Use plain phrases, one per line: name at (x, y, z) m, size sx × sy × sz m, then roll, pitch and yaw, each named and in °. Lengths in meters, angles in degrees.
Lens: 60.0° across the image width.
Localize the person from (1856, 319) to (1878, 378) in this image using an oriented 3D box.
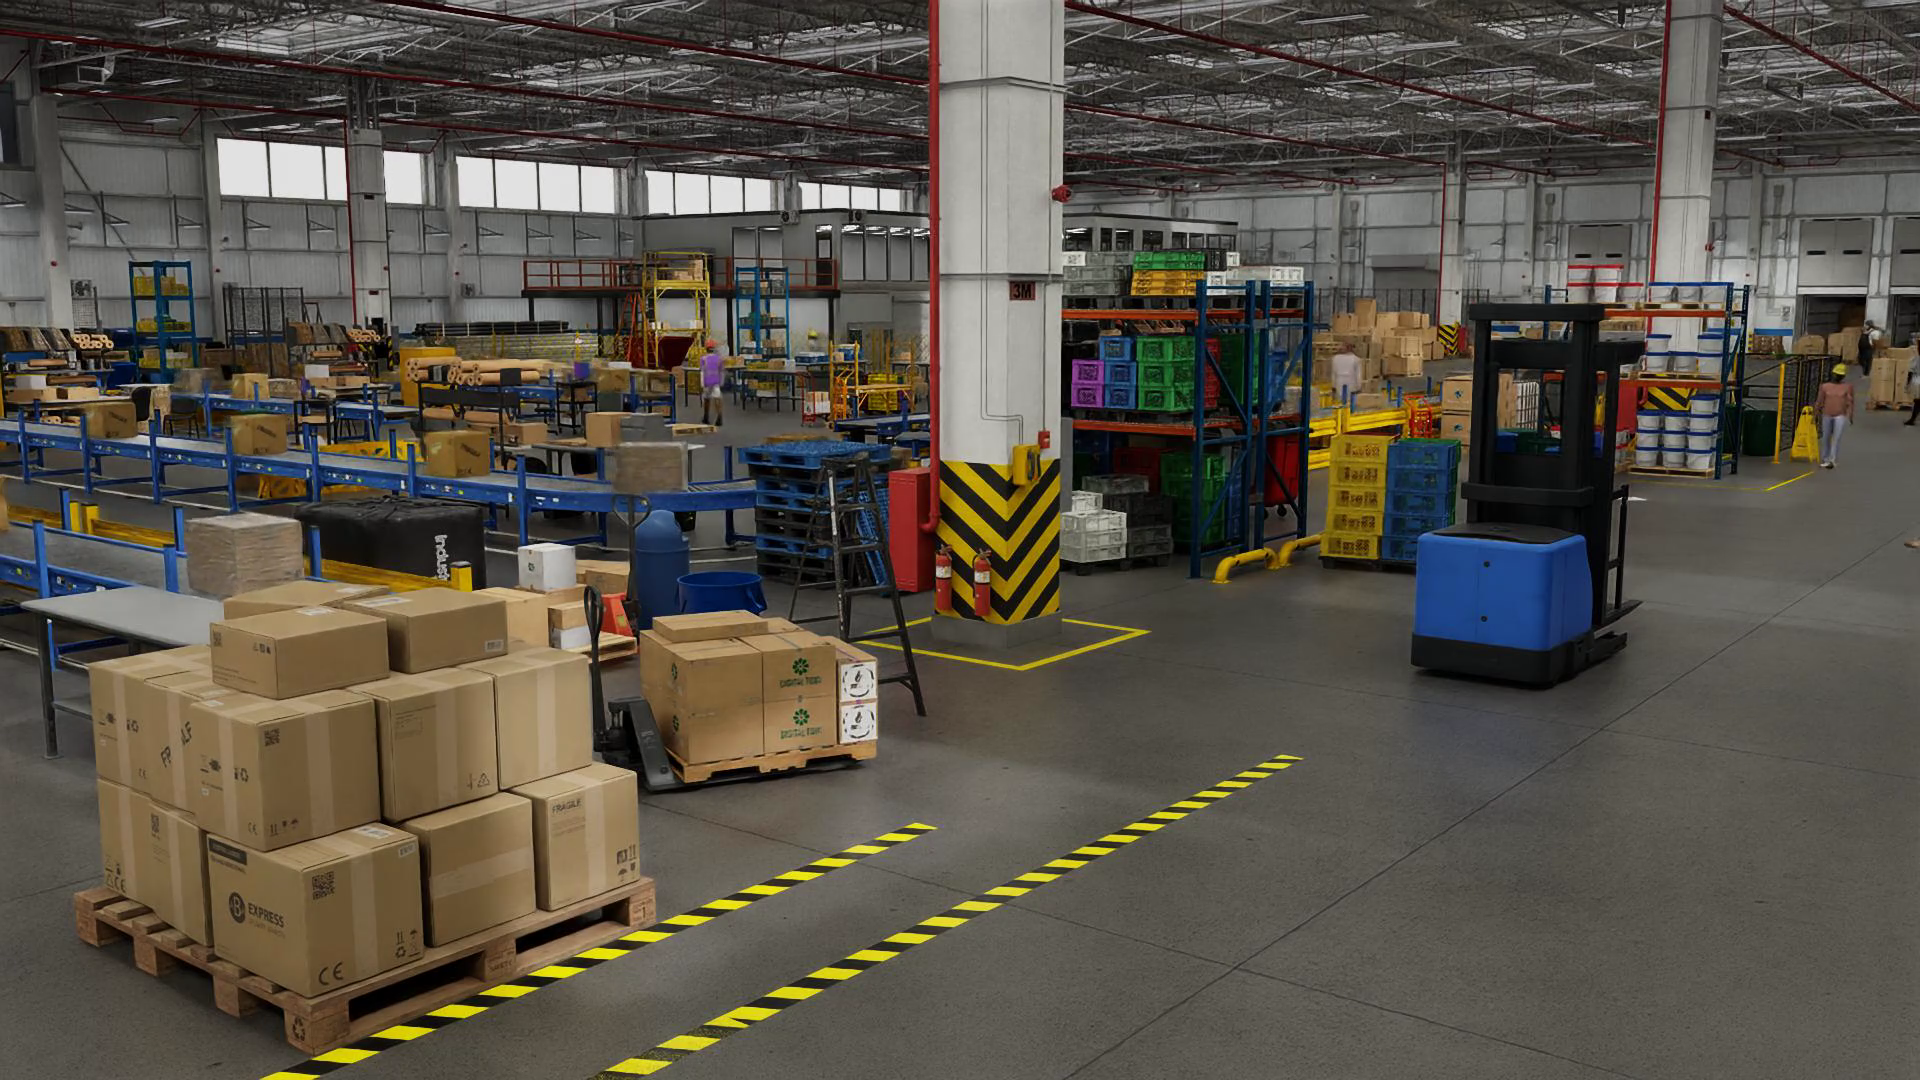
person at (31.055, -6.564, 56.963) m, size 0.536 × 2.000 × 0.707 m, roll -1°, pitch 9°, yaw -7°

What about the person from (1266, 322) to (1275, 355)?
person at (11.193, -6.950, 60.140) m, size 0.649 × 1.862 × 0.619 m, roll -2°, pitch 9°, yaw -16°

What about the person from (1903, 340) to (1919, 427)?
person at (20.747, -3.373, 35.829) m, size 0.611 × 1.936 × 0.902 m, roll -2°, pitch 9°, yaw -14°

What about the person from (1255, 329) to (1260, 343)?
person at (12.395, -8.162, 68.396) m, size 0.506 × 1.845 × 0.345 m, roll 2°, pitch 9°, yaw 15°

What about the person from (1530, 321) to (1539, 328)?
person at (27.034, -9.658, 78.122) m, size 0.633 × 1.963 × 0.960 m, roll -6°, pitch 11°, yaw -37°

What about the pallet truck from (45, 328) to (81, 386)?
pallet truck at (-23.775, -4.544, 43.495) m, size 1.885 × 1.965 × 0.823 m, roll 6°, pitch 10°, yaw 35°

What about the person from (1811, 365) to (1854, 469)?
person at (14.340, -2.016, 27.356) m, size 0.585 × 1.719 × 0.858 m, roll 6°, pitch 10°, yaw 36°

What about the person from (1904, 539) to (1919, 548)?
person at (11.186, -0.840, 18.512) m, size 0.985 × 2.011 × 0.618 m, roll 7°, pitch 11°, yaw 40°

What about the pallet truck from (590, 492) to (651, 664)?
pallet truck at (-3.115, 0.344, 12.883) m, size 0.653 × 1.274 × 1.630 m, roll 7°, pitch 11°, yaw 37°

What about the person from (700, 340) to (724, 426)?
person at (-5.431, -3.446, 36.472) m, size 0.562 × 1.893 × 0.999 m, roll -4°, pitch 9°, yaw -26°

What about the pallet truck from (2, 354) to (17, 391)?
pallet truck at (-24.881, -4.417, 42.634) m, size 1.885 × 1.965 × 0.823 m, roll 8°, pitch 11°, yaw 41°

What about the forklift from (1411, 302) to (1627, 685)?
forklift at (4.379, -0.438, 12.852) m, size 1.129 × 2.768 × 1.873 m, roll 7°, pitch 11°, yaw 37°

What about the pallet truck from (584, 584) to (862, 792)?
pallet truck at (-1.426, 0.805, 10.019) m, size 1.601 × 1.201 × 0.680 m, roll -4°, pitch 9°, yaw -26°

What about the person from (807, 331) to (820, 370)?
person at (-4.651, -5.862, 53.357) m, size 0.853 × 1.708 × 0.495 m, roll 6°, pitch 11°, yaw 37°

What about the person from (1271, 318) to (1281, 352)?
person at (12.417, -7.767, 65.480) m, size 0.391 × 1.920 × 0.587 m, roll -4°, pitch 9°, yaw -26°

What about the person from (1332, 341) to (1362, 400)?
person at (8.144, -3.232, 35.001) m, size 0.679 × 1.890 × 0.471 m, roll 7°, pitch 11°, yaw 38°

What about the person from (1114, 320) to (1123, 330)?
person at (5.745, -7.049, 60.612) m, size 0.368 × 1.929 × 0.542 m, roll -2°, pitch 9°, yaw -12°
